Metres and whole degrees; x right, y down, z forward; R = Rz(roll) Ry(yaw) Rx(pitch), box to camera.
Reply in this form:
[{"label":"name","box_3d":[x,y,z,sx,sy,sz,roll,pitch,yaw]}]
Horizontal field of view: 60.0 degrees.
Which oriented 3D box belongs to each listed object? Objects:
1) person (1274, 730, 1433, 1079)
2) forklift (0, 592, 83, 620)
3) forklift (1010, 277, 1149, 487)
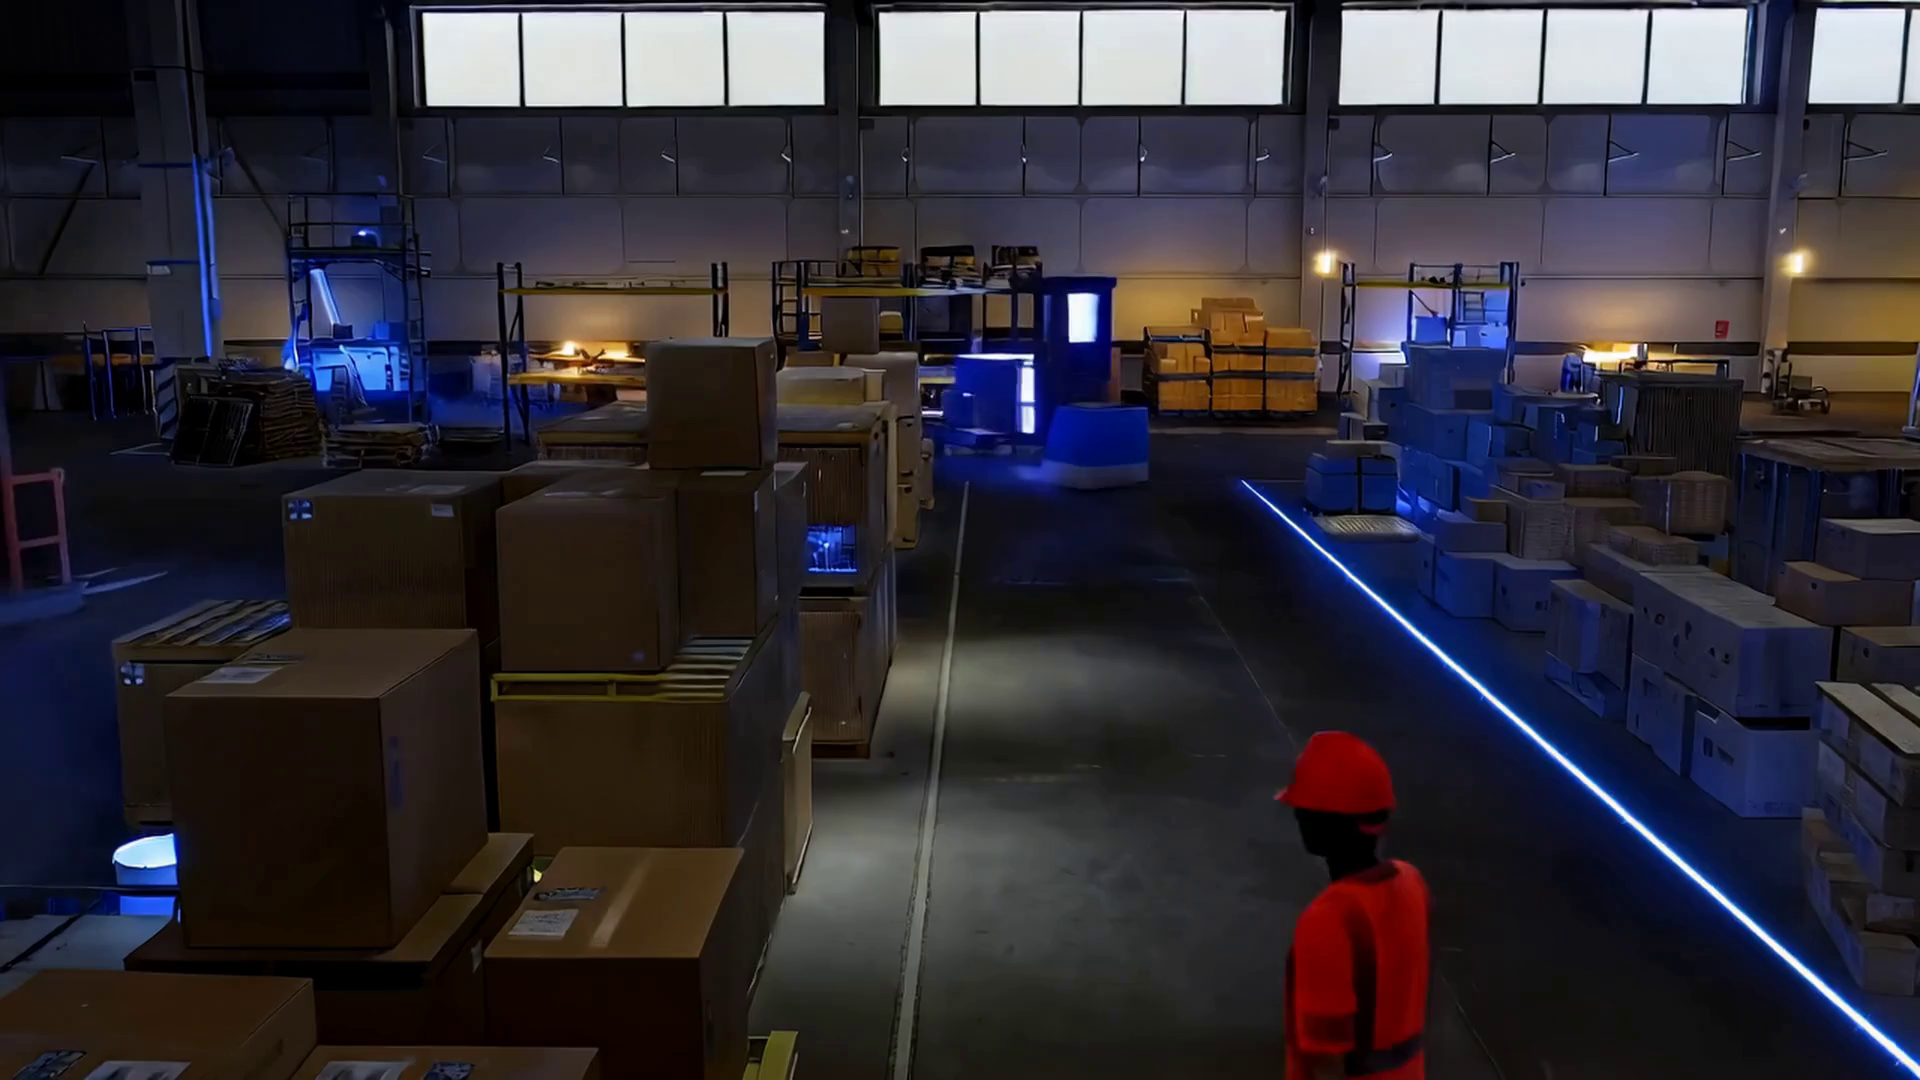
[{"label":"person","box_3d":[0.890,1.397,4.211,0.571,1.888,0.963,-9,13,-43]},{"label":"forklift","box_3d":[-8.524,-0.672,13.658,1.129,2.768,1.873,4,10,20]},{"label":"forklift","box_3d":[1.675,-2.218,22.919,1.129,2.768,1.873,-6,11,-31]}]
